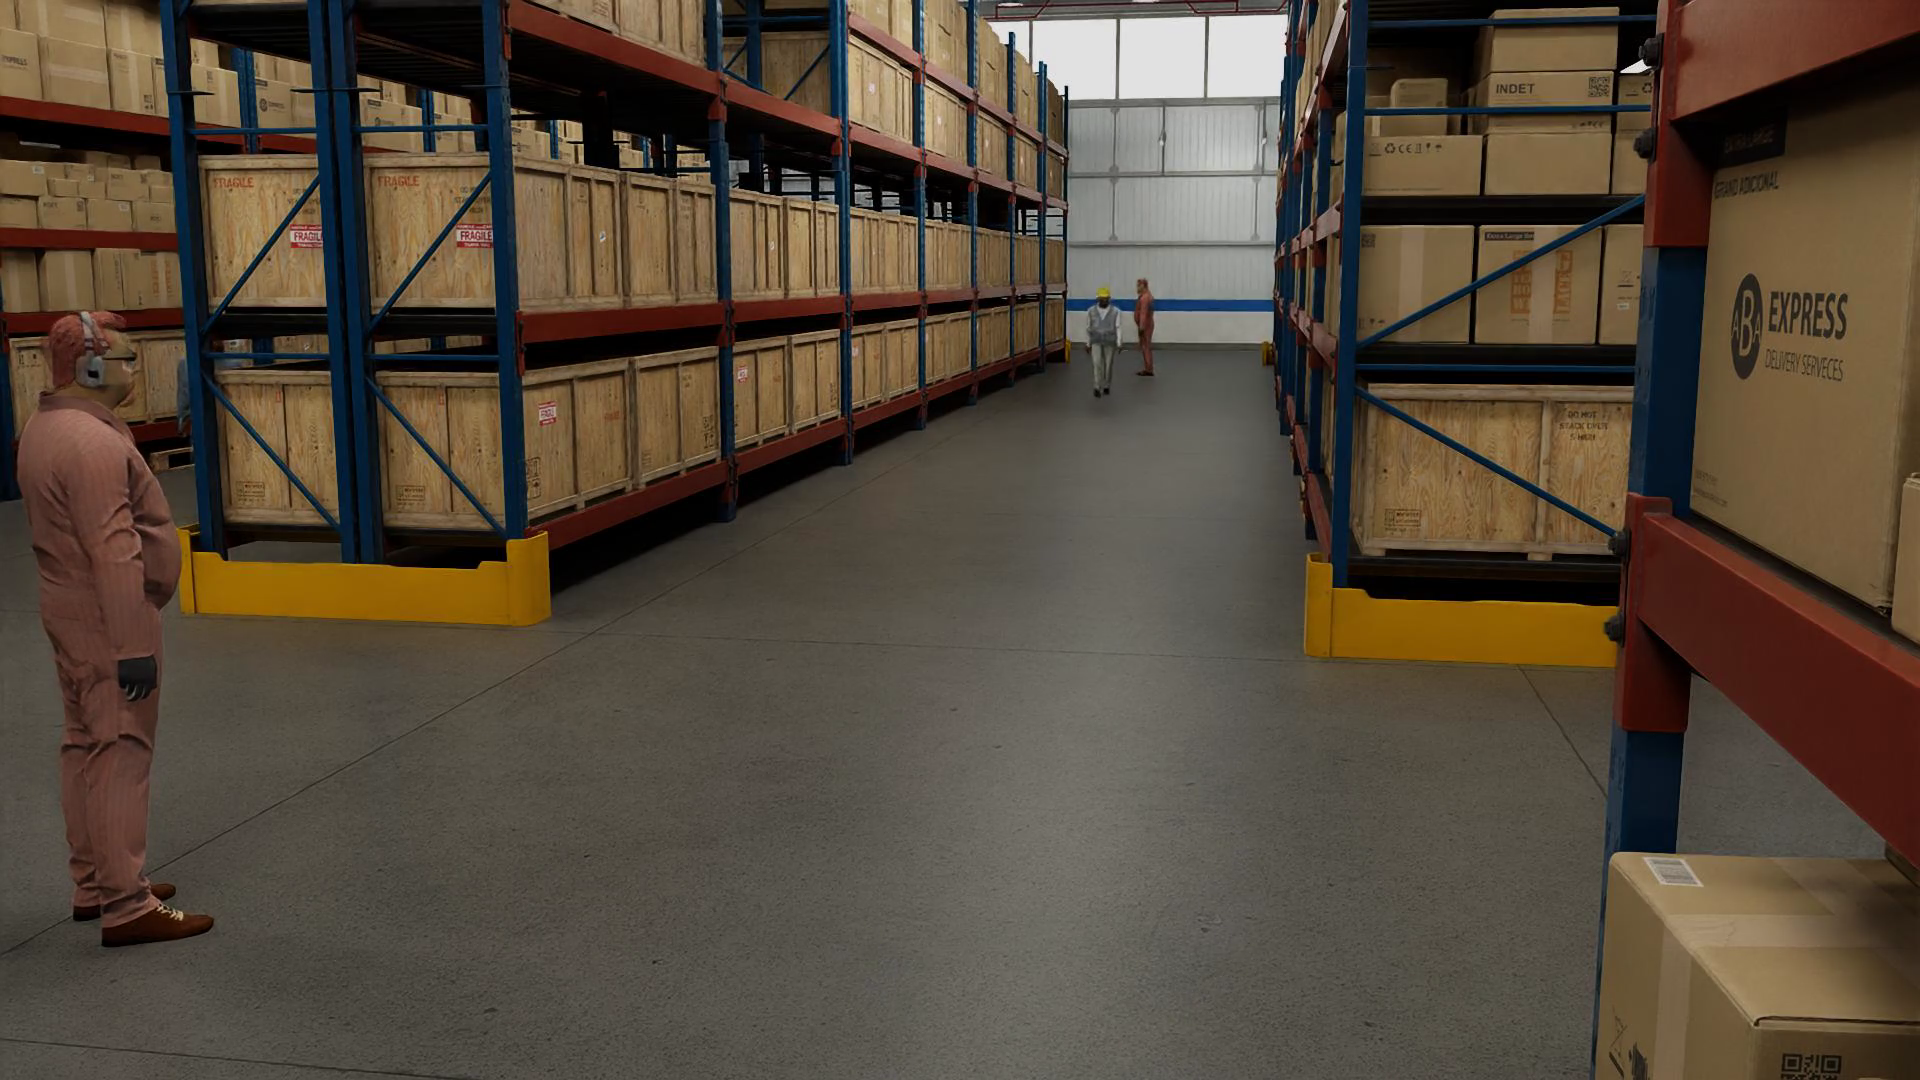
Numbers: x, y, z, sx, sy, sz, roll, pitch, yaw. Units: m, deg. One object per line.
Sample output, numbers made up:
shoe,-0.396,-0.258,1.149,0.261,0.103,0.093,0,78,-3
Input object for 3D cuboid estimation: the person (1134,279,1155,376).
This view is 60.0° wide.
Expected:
person,3.600,-4.148,32.479,0.398,1.896,0.756,1,9,8

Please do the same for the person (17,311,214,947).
person,-2.567,0.266,5.049,0.408,1.906,0.652,-8,12,-40

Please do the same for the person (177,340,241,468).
person,-6.109,-0.975,13.611,0.512,1.619,0.528,-2,9,-10

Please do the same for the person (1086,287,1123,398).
person,2.352,-3.232,27.127,0.607,1.792,0.915,1,9,8
